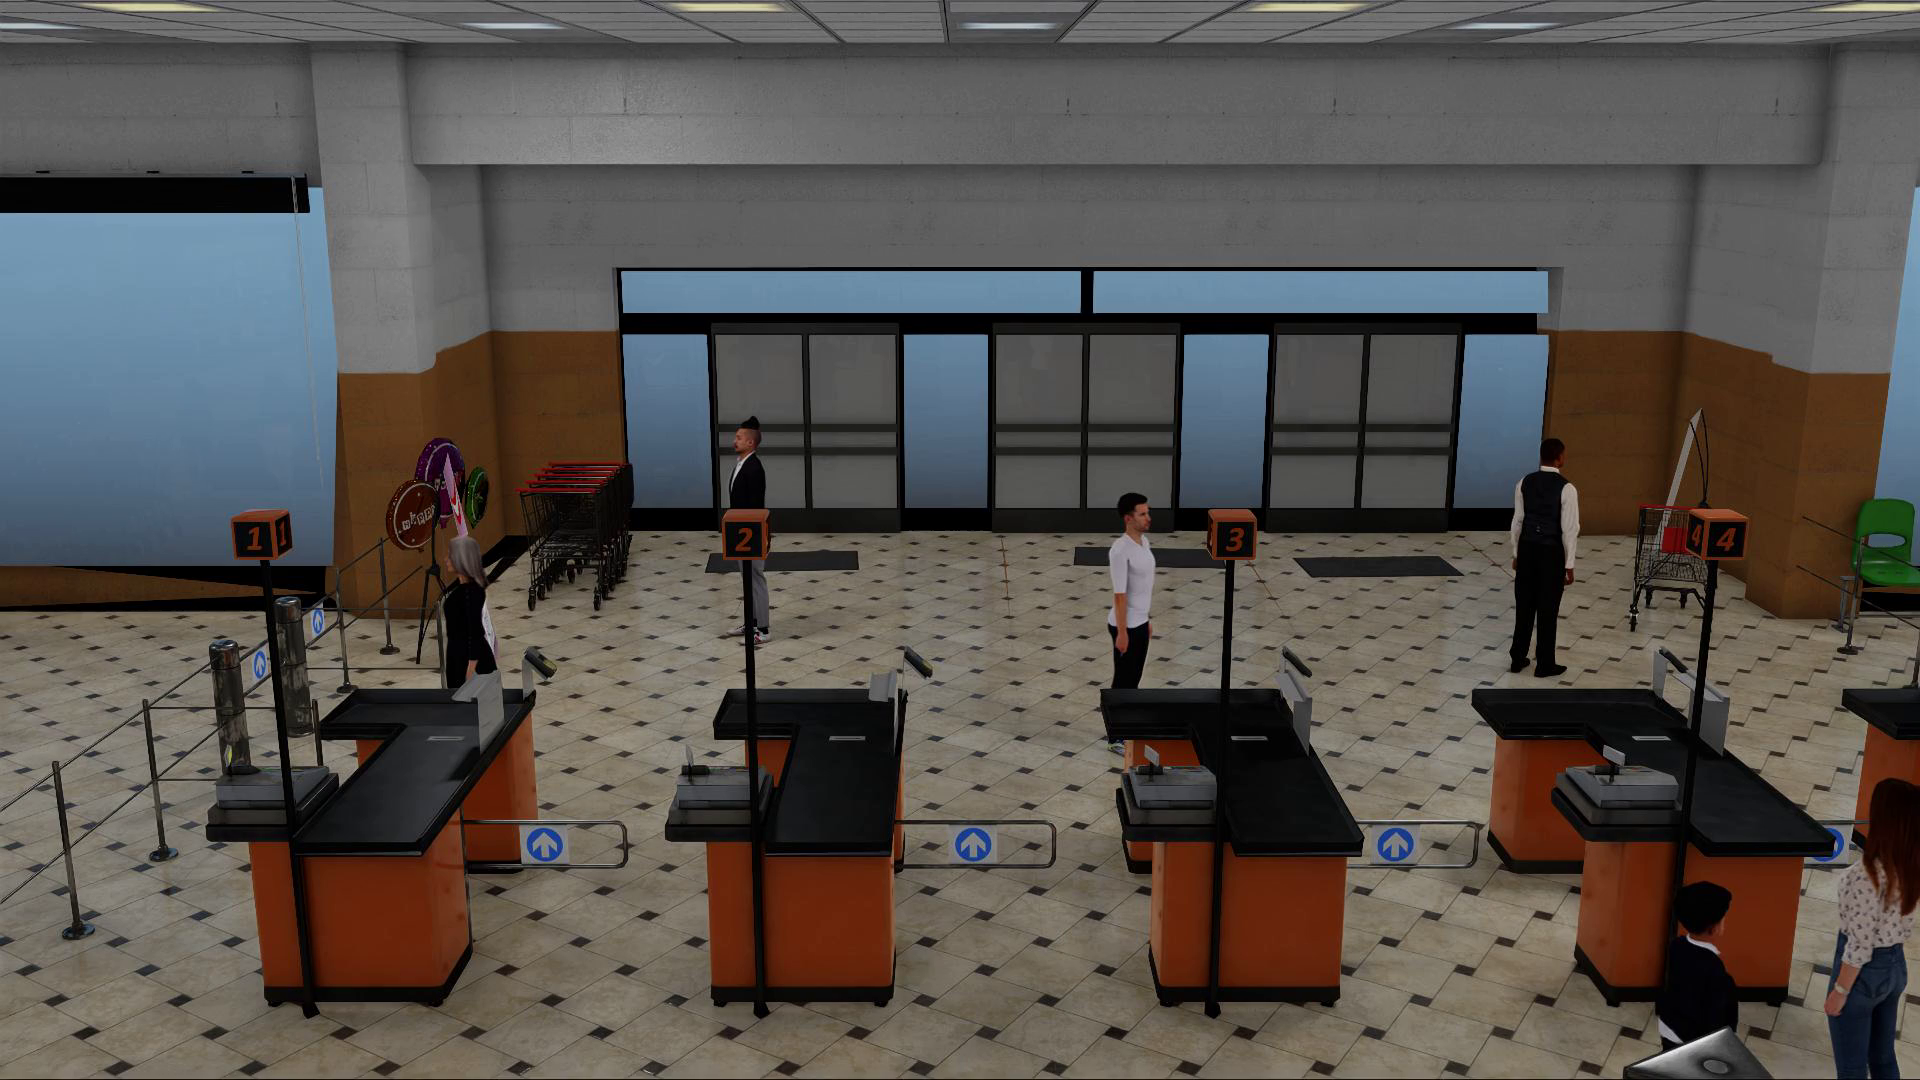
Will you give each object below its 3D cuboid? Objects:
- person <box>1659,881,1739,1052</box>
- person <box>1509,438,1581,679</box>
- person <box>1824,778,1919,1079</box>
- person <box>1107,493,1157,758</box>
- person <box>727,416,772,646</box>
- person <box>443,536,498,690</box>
[{"bbox_3d":[3.044,2.030,6.988,0.618,1.218,0.494,-3,14,-13],"label":"person"},{"bbox_3d":[4.663,0.131,13.335,0.832,1.917,0.765,-13,19,-42],"label":"person"},{"bbox_3d":[3.761,1.798,6.863,0.653,1.728,0.657,-8,16,-30],"label":"person"},{"bbox_3d":[1.189,0.573,11.653,0.807,1.851,0.681,7,15,28],"label":"person"},{"bbox_3d":[-1.783,-0.092,14.183,0.848,1.950,0.694,-6,15,-23],"label":"person"},{"bbox_3d":[-3.193,0.823,10.847,0.746,1.746,0.630,-6,15,-22],"label":"person"}]
